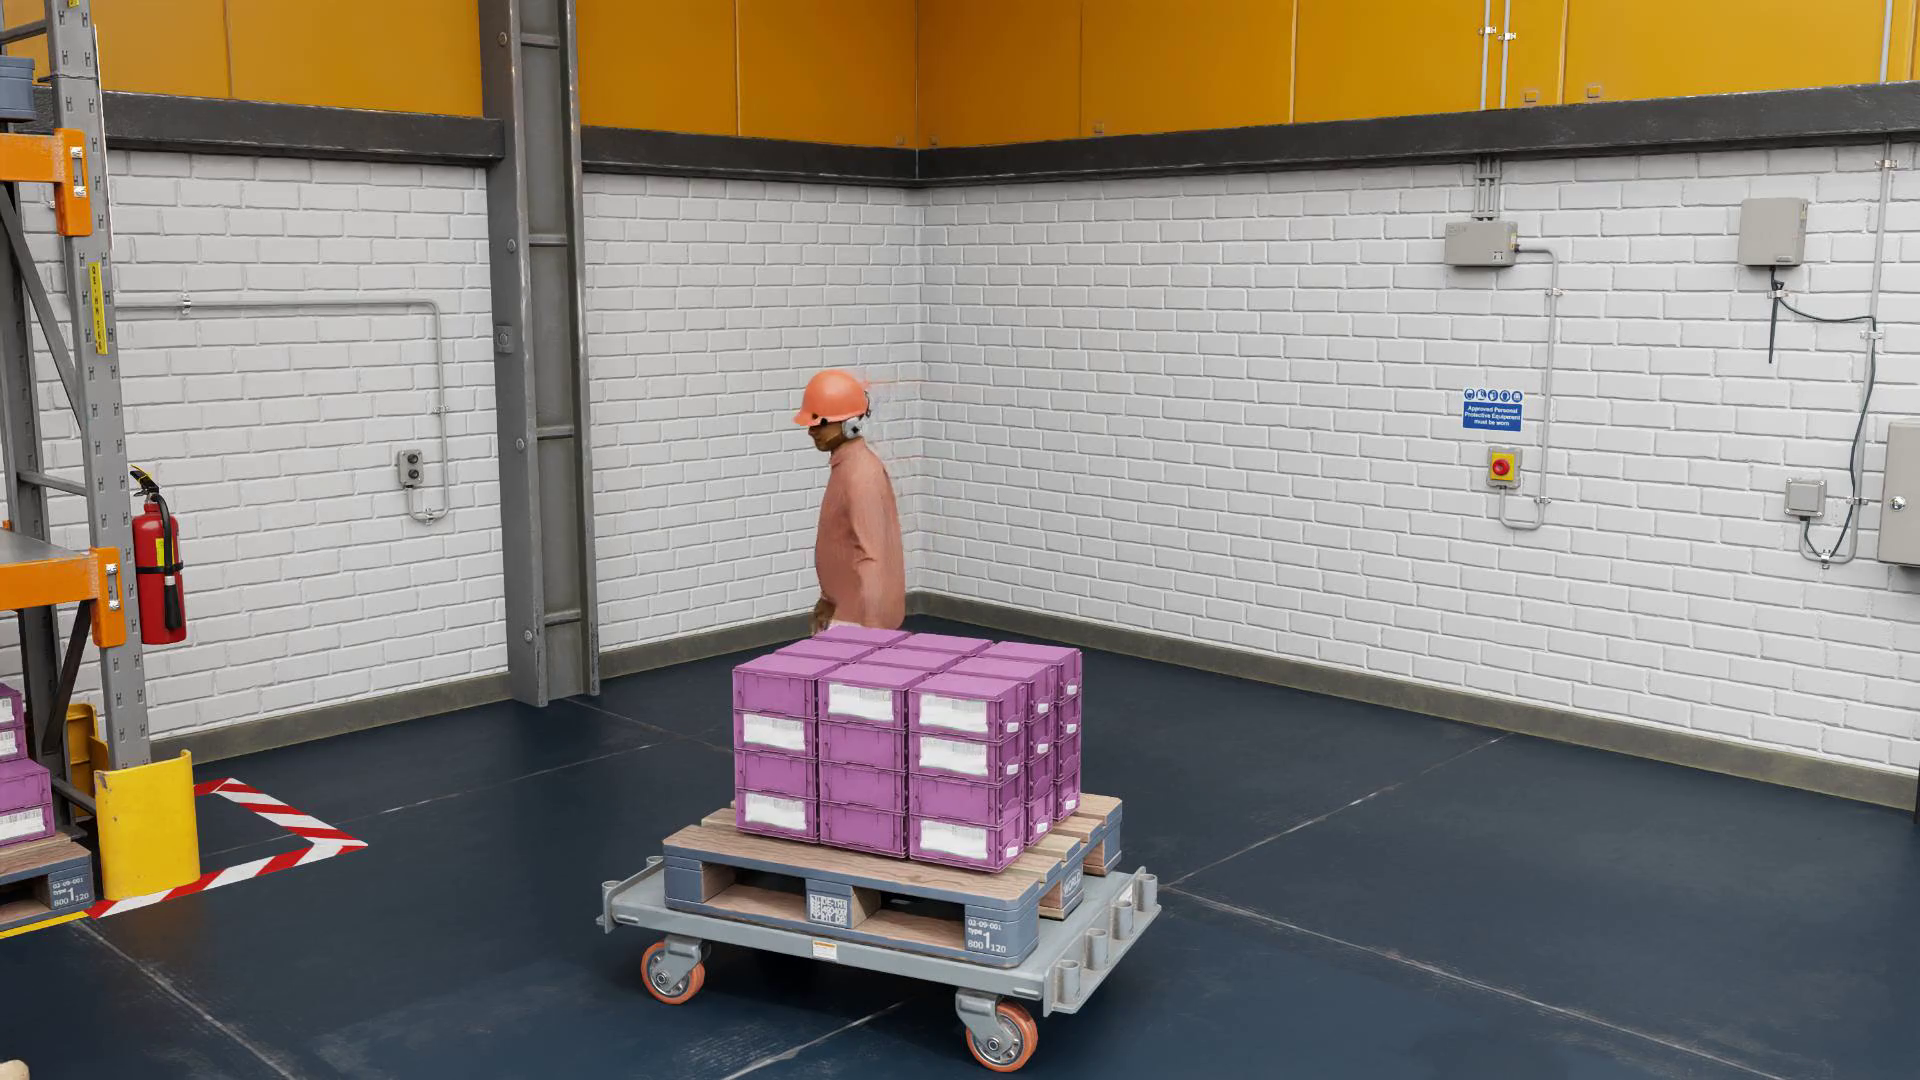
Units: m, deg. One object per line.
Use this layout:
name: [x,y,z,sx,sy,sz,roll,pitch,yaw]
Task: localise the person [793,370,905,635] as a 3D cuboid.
person: [-0.483,0.289,6.771,0.650,1.961,0.653,0,9,2]
